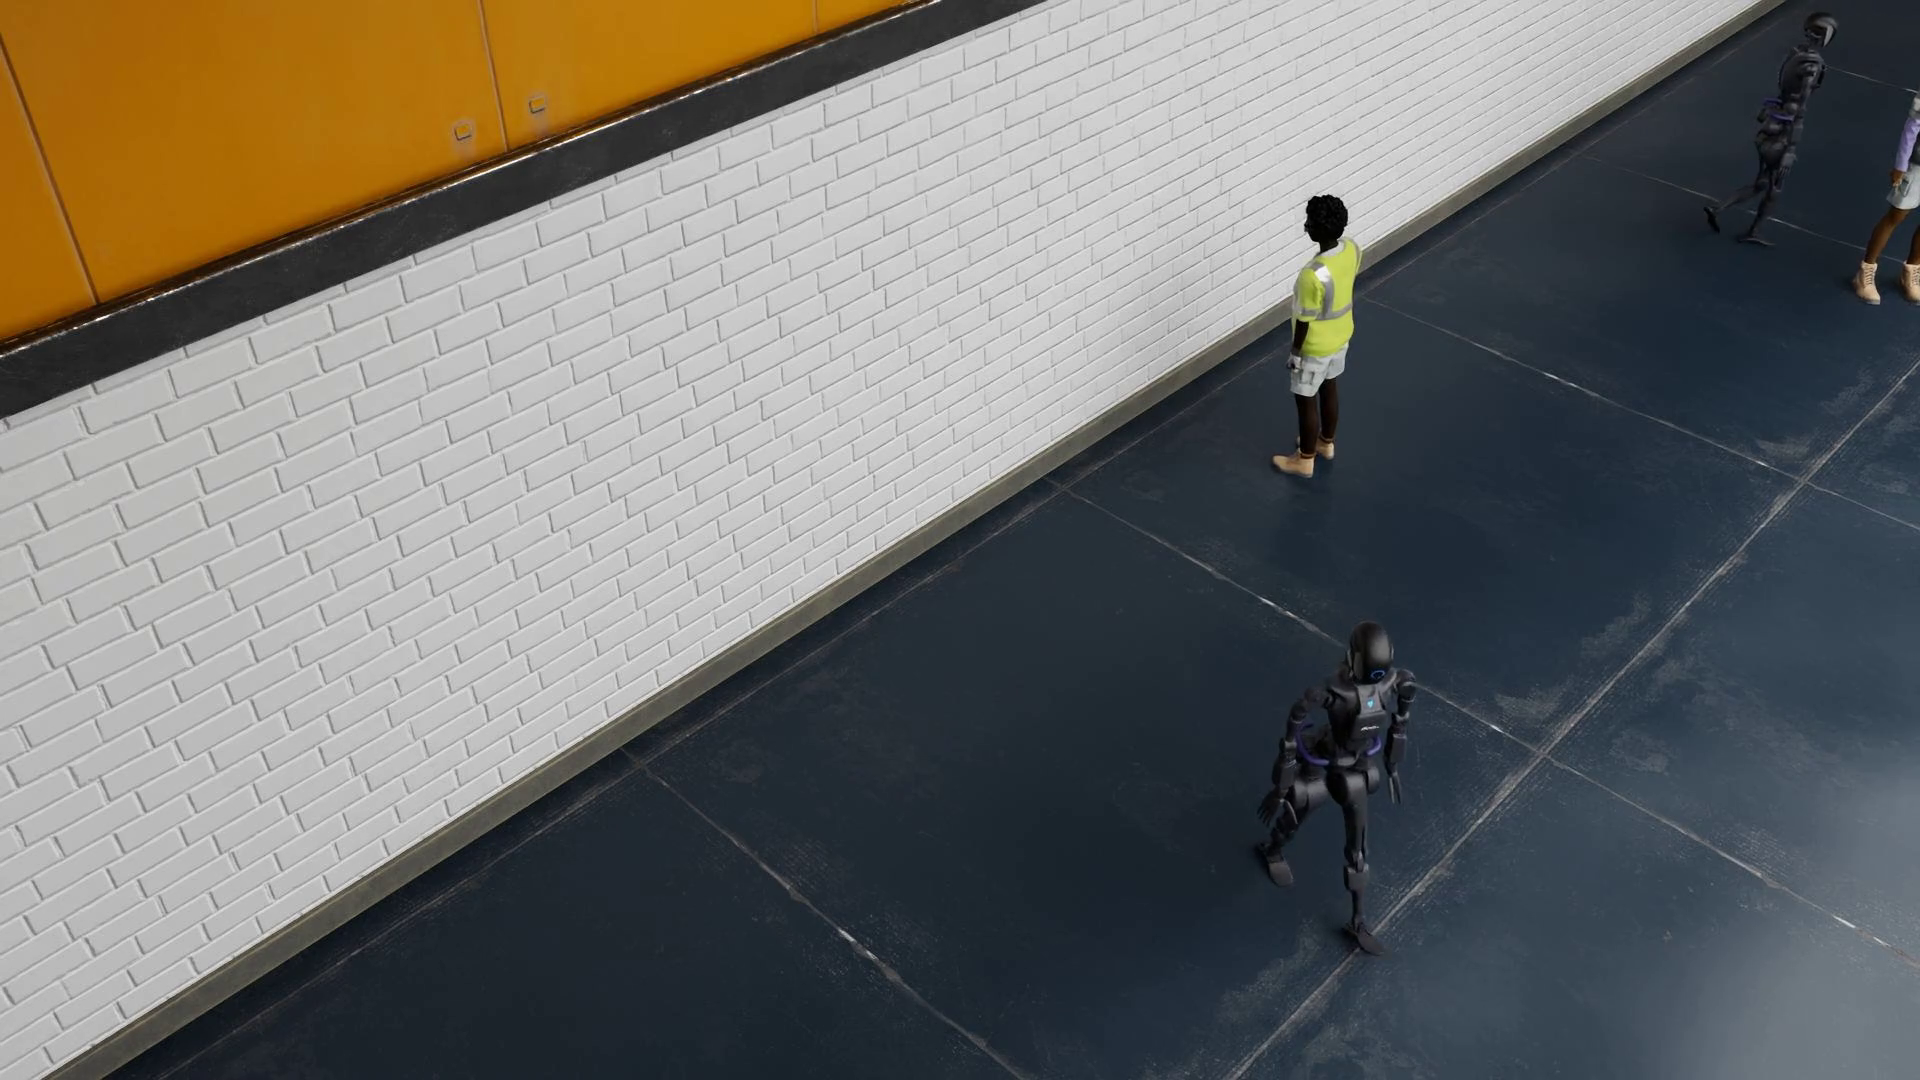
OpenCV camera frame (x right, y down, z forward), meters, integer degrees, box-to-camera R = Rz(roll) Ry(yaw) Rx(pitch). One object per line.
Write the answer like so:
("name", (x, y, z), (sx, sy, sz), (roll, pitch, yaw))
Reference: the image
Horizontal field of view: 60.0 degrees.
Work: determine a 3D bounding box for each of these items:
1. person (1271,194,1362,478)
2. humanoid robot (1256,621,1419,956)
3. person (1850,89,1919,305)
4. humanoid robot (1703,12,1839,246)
("person", (1.972, -1.114, 9.182), (0.332, 1.686, 0.531), (28, 46, 30))
("humanoid robot", (1.513, 0.945, 6.639), (0.614, 1.619, 0.759), (-10, 40, -12))
("person", (6.237, -2.410, 10.527), (0.602, 2.034, 0.414), (1, 39, 1))
("humanoid robot", (5.487, -2.773, 11.262), (0.500, 1.630, 0.611), (7, 39, 9))
